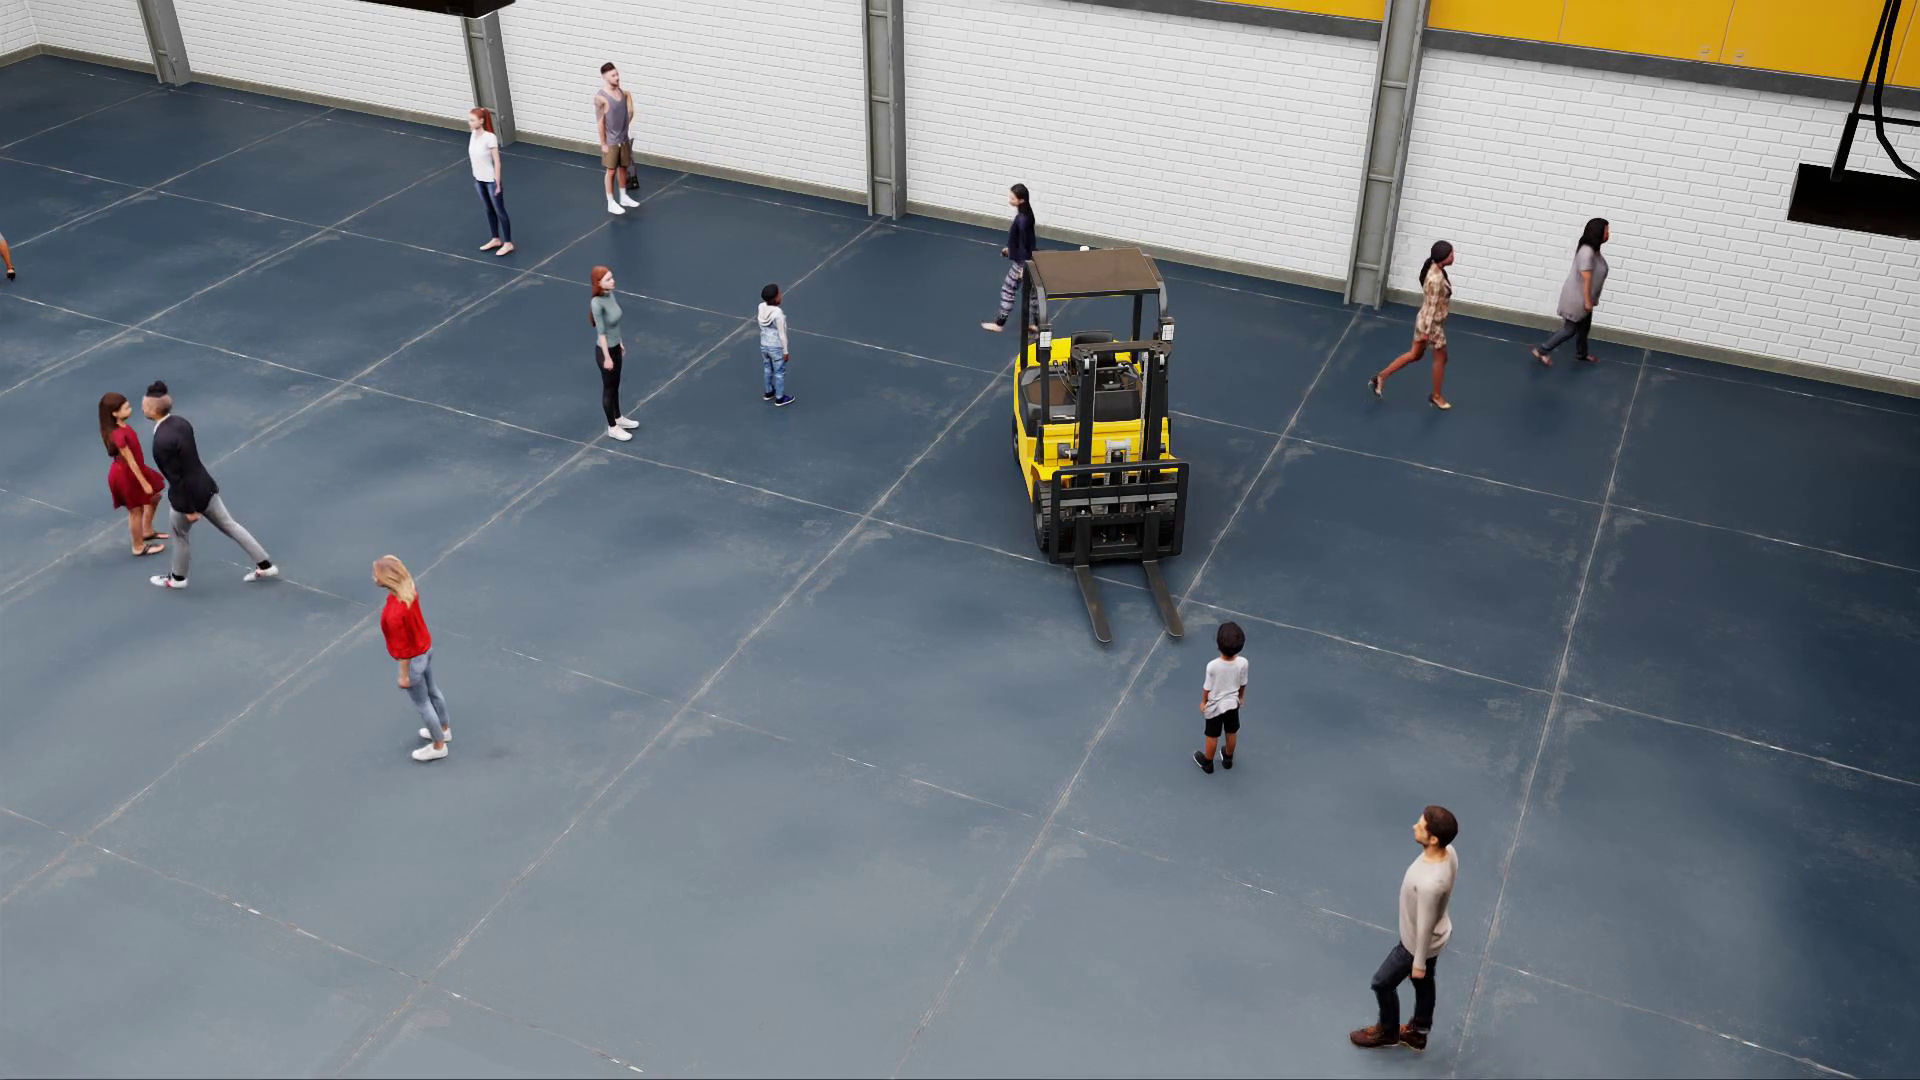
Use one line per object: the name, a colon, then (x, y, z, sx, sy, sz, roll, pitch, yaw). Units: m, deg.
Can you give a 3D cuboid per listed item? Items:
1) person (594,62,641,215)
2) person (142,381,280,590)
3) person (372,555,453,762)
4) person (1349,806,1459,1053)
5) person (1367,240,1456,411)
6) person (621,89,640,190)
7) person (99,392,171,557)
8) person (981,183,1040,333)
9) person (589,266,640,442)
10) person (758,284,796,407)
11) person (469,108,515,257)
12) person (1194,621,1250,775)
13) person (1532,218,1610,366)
person: (-4.200, -4.888, 20.161, 0.589, 1.843, 0.638, 18, 38, 25)
person: (-6.126, -0.393, 13.498, 1.376, 1.895, 1.100, -2, 34, -3)
person: (-3.885, 0.834, 11.825, 0.667, 1.704, 0.690, -1, 34, -1)
person: (2.719, 2.292, 9.498, 0.683, 1.851, 0.702, 12, 36, 18)
person: (4.460, -2.062, 16.128, 1.120, 1.764, 0.764, 6, 34, 8)
person: (-4.242, -5.110, 21.152, 0.626, 1.277, 0.567, -11, 35, -16)
person: (-7.081, -0.528, 14.026, 0.769, 1.536, 0.710, -13, 36, -18)
person: (0.751, -2.945, 17.510, 0.946, 1.705, 0.760, 9, 35, 13)
person: (-3.311, -1.781, 15.723, 0.629, 1.743, 0.635, 5, 34, 7)
person: (-1.843, -1.937, 16.397, 0.496, 1.258, 0.585, 27, 42, 34)
person: (-5.469, -4.183, 19.341, 0.537, 1.739, 0.676, 24, 41, 32)
person: (1.867, 1.121, 11.794, 0.569, 1.260, 0.637, -9, 35, -13)
person: (6.267, -2.507, 16.955, 0.925, 1.589, 0.676, 11, 35, 16)
